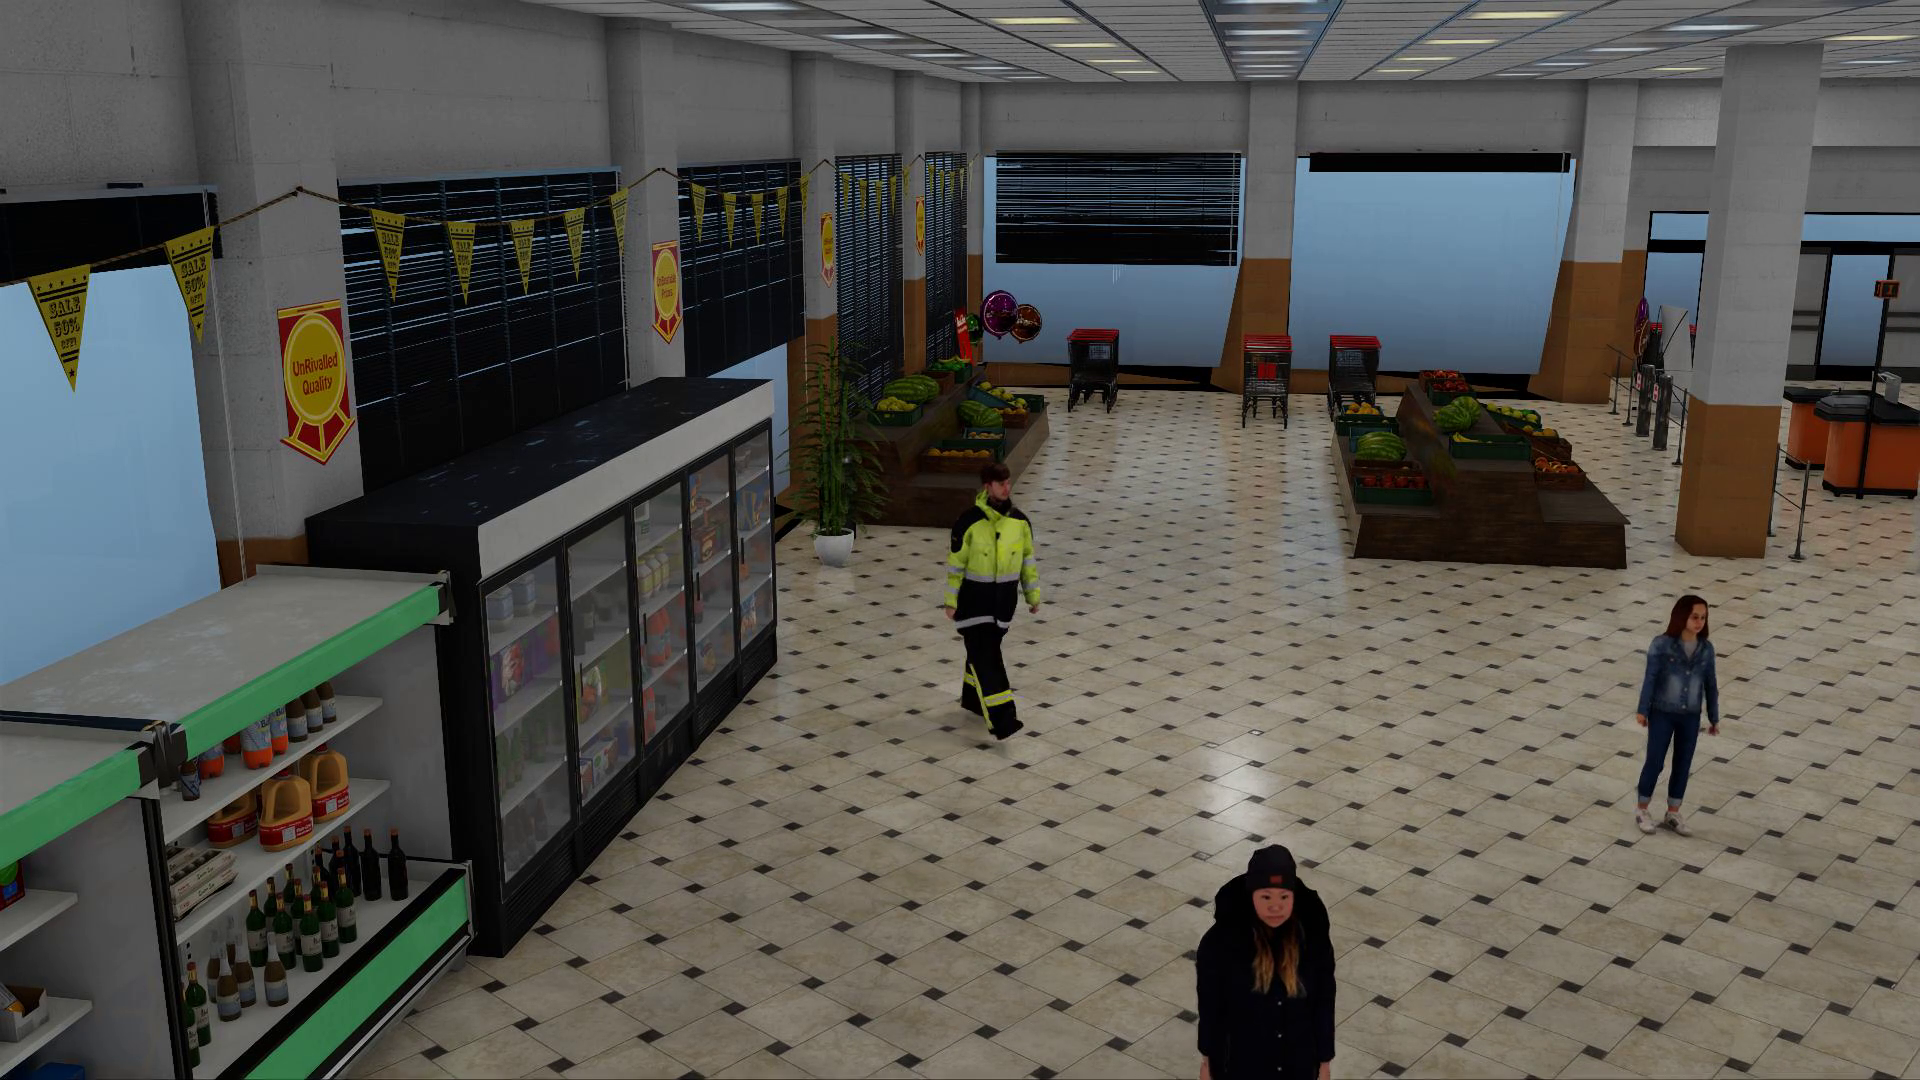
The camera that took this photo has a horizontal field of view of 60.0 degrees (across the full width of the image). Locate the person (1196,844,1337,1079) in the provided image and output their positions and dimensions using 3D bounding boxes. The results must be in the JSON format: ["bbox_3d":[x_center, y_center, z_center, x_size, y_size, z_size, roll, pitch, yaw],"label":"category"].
[{"bbox_3d":[1.117,1.904,6.209,0.848,1.645,1.130,-1,14,-5],"label":"person"}]

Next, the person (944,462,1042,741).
[{"bbox_3d":[0.145,0.407,11.793,1.271,1.923,1.352,-8,16,-31],"label":"person"}]

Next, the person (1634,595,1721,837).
[{"bbox_3d":[4.347,1.039,10.138,0.647,1.473,0.599,0,14,1],"label":"person"}]
